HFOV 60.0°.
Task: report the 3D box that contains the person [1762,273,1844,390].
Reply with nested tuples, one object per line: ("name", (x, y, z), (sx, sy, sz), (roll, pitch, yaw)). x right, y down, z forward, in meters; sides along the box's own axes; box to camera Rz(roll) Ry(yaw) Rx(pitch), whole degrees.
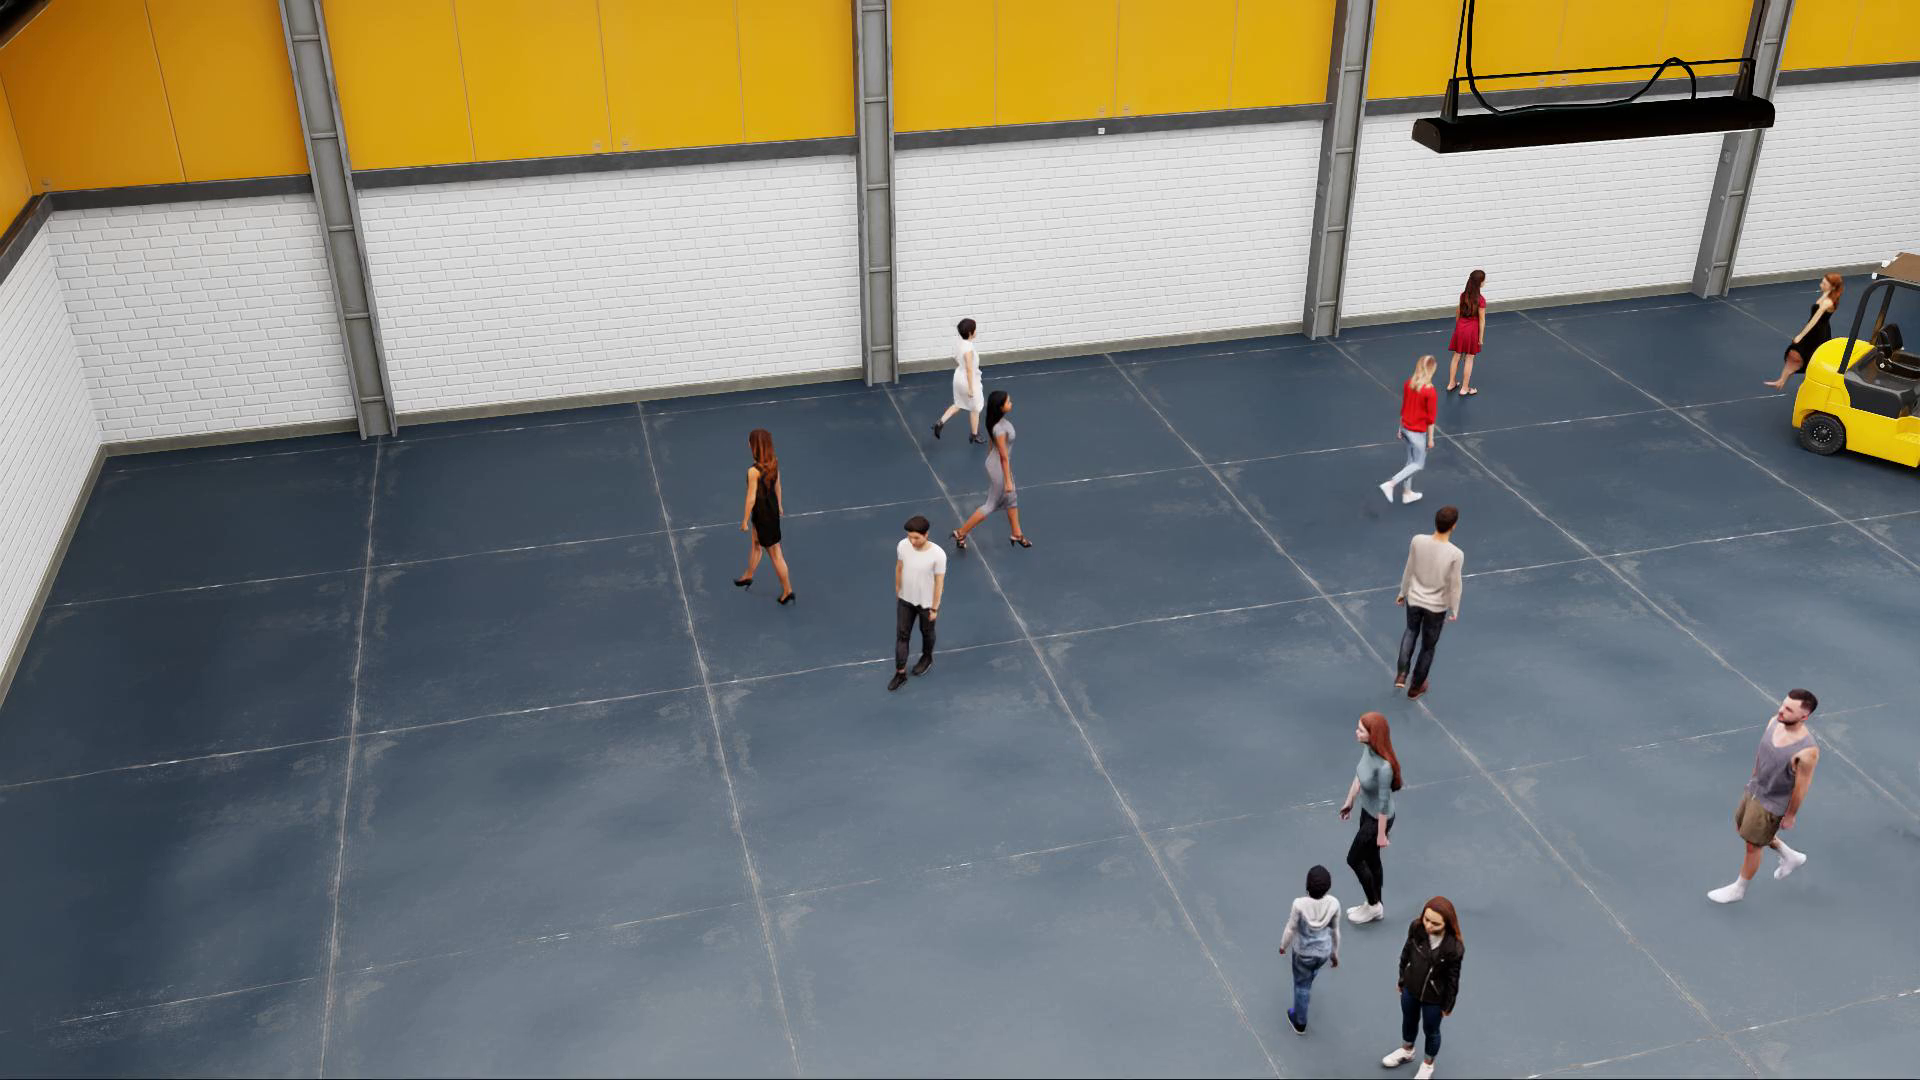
("person", (10.339, -2.399, 19.869), (1.007, 1.596, 0.877), (11, 30, 19))

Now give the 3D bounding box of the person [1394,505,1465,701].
("person", (3.933, 0.579, 14.141), (0.829, 1.854, 0.870), (20, 35, 33))

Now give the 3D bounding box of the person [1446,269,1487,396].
("person", (6.156, -2.531, 20.157), (0.711, 1.552, 0.653), (-22, 35, -34))

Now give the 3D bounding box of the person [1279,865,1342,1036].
("person", (2.309, 2.704, 10.885), (0.728, 1.242, 0.646), (-3, 29, -5))

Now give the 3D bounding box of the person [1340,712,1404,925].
("person", (3.009, 1.970, 11.730), (0.695, 1.720, 0.671), (0, 29, 1))

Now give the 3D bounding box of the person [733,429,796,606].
("person", (-1.726, -0.165, 15.548), (1.036, 1.813, 0.939), (12, 31, 21))

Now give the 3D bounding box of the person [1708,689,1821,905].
("person", (5.806, 1.803, 11.762), (1.001, 1.835, 0.729), (-3, 29, -6))

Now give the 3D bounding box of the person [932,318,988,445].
("person", (0.004, -1.753, 18.747), (0.908, 1.537, 0.619), (-11, 30, -18))

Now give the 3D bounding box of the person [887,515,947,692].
("person", (-0.316, 0.458, 14.541), (0.995, 1.684, 1.027), (14, 32, 24))

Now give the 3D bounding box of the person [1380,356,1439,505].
("person", (4.705, -1.105, 17.397), (0.895, 1.692, 0.713), (-13, 31, -22))

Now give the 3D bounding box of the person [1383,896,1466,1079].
("person", (2.940, 2.803, 10.457), (0.636, 1.478, 0.626), (-23, 36, -36))

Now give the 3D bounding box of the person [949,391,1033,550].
("person", (0.284, -0.630, 16.471), (1.113, 1.746, 0.706), (-3, 29, -5))
